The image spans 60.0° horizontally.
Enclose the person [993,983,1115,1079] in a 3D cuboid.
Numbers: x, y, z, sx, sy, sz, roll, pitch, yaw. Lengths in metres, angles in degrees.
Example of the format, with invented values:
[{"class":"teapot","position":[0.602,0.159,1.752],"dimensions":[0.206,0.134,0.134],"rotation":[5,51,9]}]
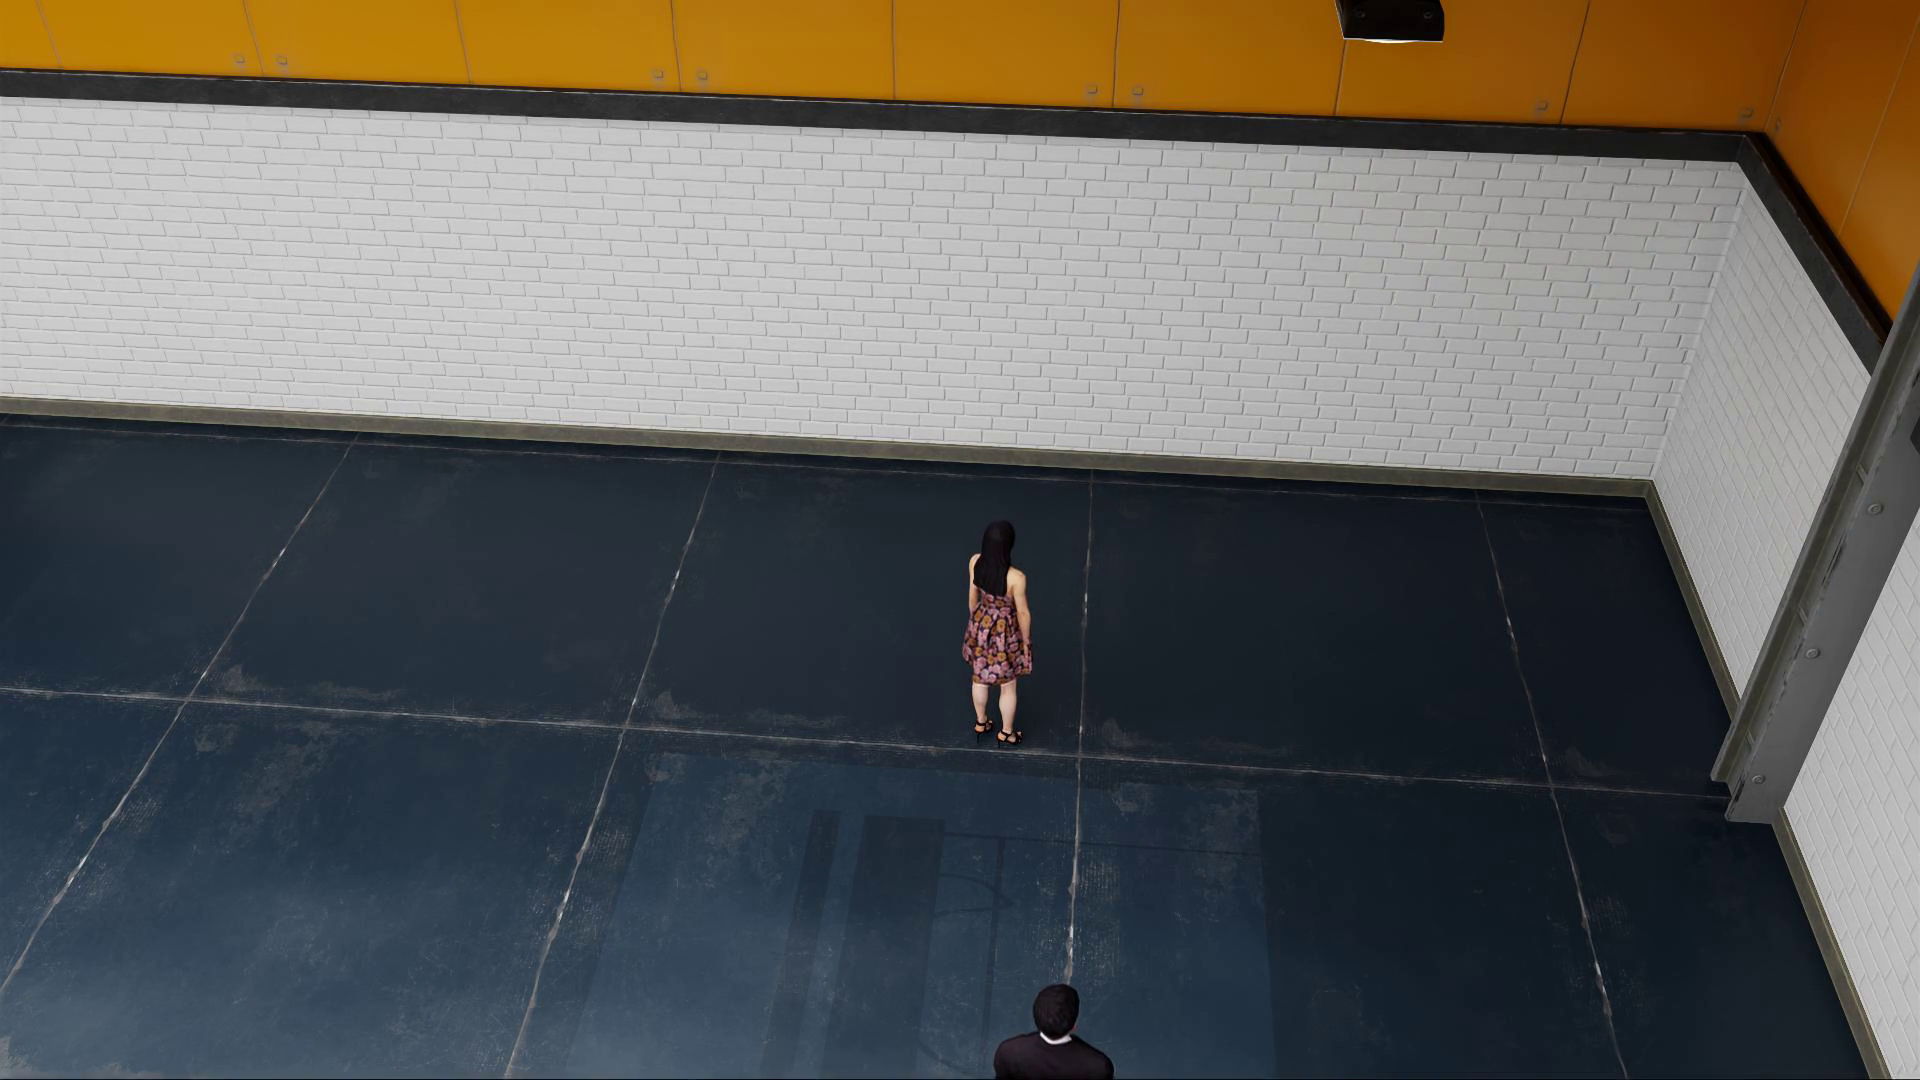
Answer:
[{"class":"person","position":[0.406,2.696,7.655],"dimensions":[0.704,1.881,0.552],"rotation":[5,39,7]}]

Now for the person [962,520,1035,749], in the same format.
[{"class":"person","position":[0.241,0.591,10.376],"dimensions":[0.786,1.774,0.820],"rotation":[22,43,25]}]
